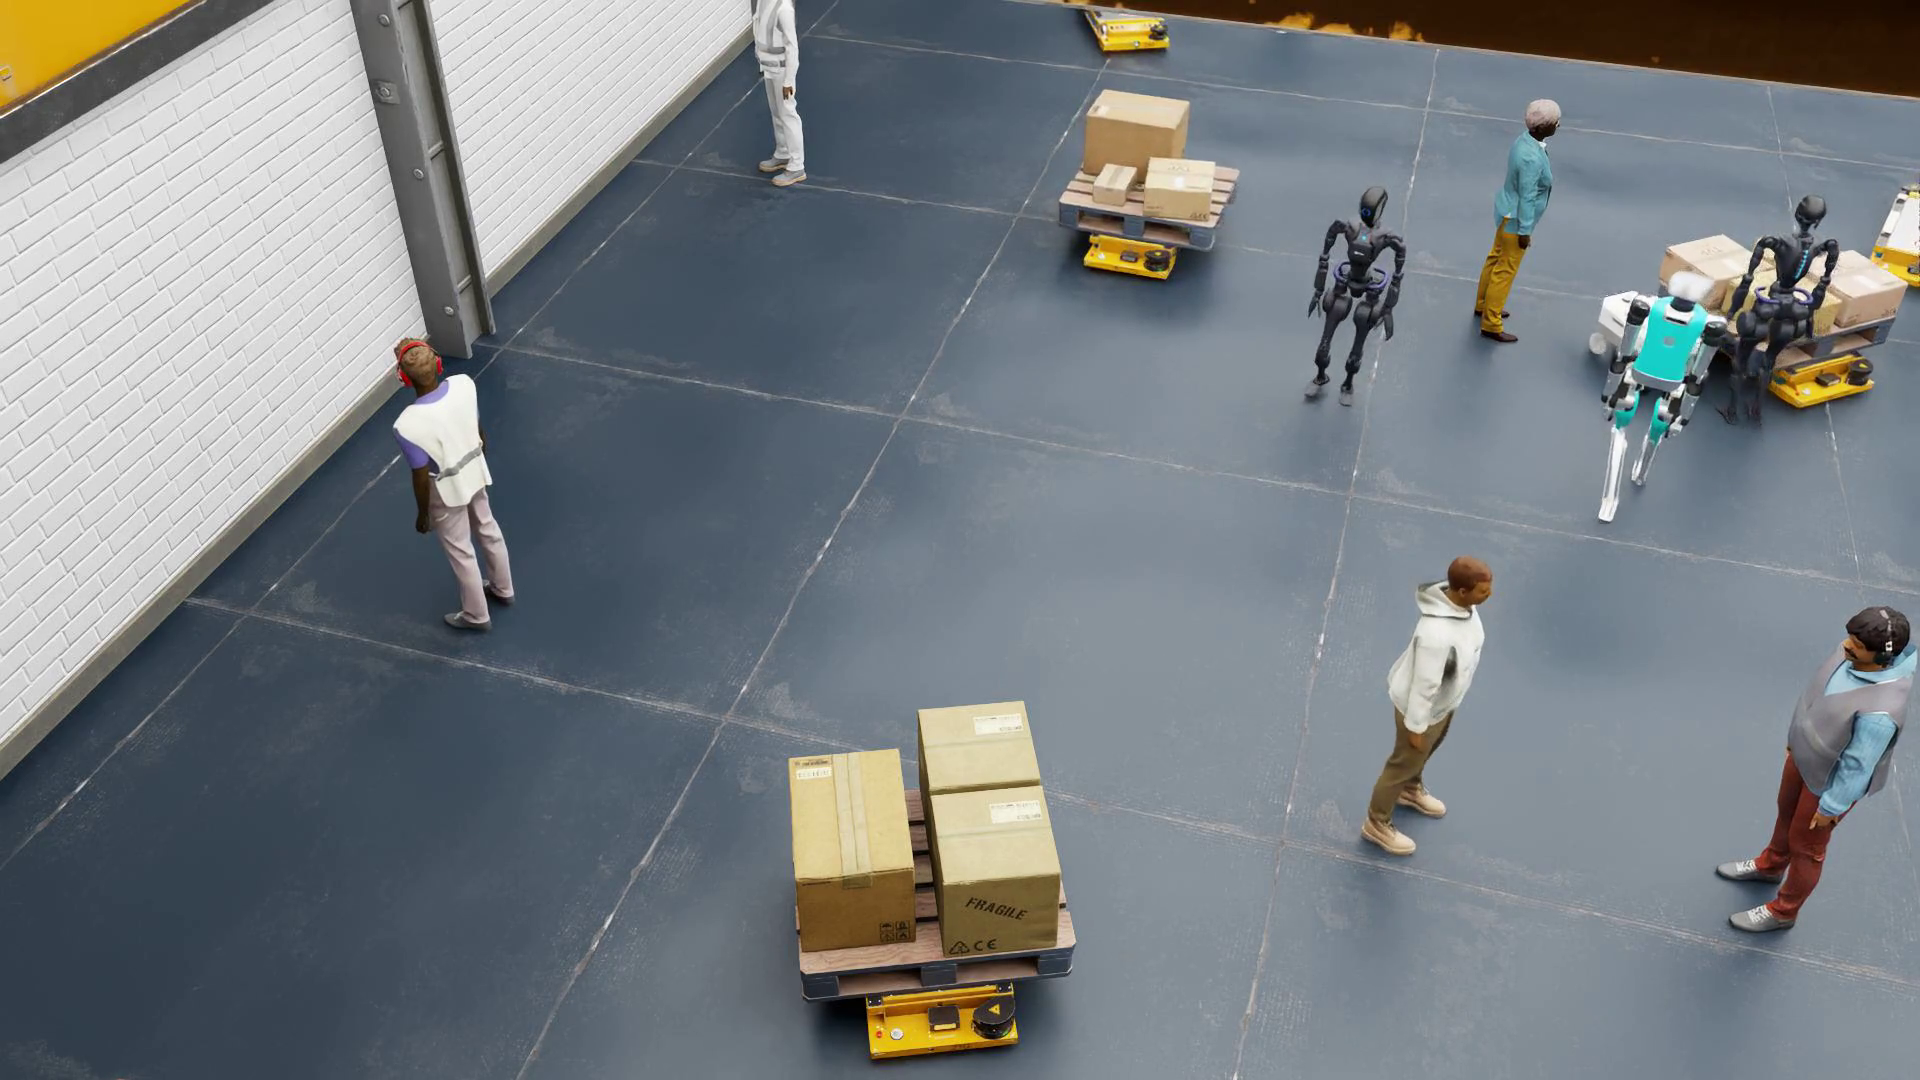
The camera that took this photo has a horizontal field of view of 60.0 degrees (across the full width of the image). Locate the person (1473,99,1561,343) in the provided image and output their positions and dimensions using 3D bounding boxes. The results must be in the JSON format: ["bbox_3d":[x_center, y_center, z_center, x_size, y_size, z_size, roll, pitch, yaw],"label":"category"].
[{"bbox_3d":[3.896,-2.230,11.592,0.338,1.754,0.535,4,39,5],"label":"person"}]

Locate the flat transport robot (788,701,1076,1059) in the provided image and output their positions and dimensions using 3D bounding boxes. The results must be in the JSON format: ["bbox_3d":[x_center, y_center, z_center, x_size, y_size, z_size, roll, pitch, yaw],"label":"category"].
[{"bbox_3d":[-0.154,1.754,7.823,0.659,0.231,1.431,-4,39,-5],"label":"flat transport robot"}]

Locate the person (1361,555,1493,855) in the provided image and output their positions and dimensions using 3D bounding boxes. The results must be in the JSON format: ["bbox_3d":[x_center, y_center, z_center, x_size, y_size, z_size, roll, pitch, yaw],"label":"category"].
[{"bbox_3d":[2.201,0.760,7.871,0.382,1.762,0.538,22,44,25],"label":"person"}]

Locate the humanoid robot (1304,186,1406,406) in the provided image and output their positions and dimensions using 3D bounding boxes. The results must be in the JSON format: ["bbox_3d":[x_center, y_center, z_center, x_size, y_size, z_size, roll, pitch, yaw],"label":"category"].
[{"bbox_3d":[2.588,-1.591,10.870,0.589,1.639,0.400,17,42,20],"label":"humanoid robot"}]

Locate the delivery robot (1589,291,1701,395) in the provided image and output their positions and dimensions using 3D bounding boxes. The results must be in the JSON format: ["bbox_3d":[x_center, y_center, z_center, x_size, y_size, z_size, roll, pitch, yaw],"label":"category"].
[{"bbox_3d":[4.764,-1.389,11.506,0.499,0.597,0.779,-14,41,-17],"label":"delivery robot"}]

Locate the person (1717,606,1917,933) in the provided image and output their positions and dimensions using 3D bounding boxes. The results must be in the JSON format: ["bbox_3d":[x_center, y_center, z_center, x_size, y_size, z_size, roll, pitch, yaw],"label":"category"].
[{"bbox_3d":[3.885,1.029,7.447,0.415,1.873,0.534,4,39,6],"label":"person"}]

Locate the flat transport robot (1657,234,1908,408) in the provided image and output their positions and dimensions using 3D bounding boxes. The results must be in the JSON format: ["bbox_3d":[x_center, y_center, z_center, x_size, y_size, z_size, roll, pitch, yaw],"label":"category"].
[{"bbox_3d":[5.689,-1.429,11.782,0.659,0.231,1.431,-14,41,-17],"label":"flat transport robot"}]

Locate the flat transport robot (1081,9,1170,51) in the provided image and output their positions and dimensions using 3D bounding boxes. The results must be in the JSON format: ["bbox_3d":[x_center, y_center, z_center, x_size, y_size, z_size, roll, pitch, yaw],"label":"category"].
[{"bbox_3d":[1.591,-5.221,16.499,0.659,0.231,1.431,-5,39,-7],"label":"flat transport robot"}]

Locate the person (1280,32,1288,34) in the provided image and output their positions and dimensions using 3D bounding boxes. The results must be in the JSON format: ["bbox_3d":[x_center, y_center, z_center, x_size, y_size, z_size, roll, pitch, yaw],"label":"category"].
[{"bbox_3d":[3.269,-5.760,16.013,0.507,1.719,0.416,4,39,5],"label":"person"}]

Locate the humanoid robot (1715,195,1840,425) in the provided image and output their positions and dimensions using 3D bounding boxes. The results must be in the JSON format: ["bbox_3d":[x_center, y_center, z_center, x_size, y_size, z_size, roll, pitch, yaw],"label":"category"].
[{"bbox_3d":[5.231,-1.472,10.714,0.607,1.658,0.357,2,39,2],"label":"humanoid robot"}]

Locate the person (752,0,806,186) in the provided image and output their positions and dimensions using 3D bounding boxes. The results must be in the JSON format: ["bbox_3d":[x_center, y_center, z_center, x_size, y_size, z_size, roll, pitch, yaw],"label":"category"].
[{"bbox_3d":[-1.476,-3.799,13.442,0.343,1.882,0.578,-16,42,-19],"label":"person"}]

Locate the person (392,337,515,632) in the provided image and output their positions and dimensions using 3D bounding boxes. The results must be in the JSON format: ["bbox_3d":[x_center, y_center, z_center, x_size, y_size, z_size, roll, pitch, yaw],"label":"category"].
[{"bbox_3d":[-2.761,-0.273,9.088,0.393,1.841,0.562,17,42,20],"label":"person"}]

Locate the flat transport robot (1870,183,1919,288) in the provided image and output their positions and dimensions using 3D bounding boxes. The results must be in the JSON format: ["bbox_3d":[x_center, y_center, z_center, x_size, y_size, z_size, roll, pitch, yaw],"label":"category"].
[{"bbox_3d":[7.526,-2.341,12.917,0.659,0.231,1.431,22,44,25],"label":"flat transport robot"}]

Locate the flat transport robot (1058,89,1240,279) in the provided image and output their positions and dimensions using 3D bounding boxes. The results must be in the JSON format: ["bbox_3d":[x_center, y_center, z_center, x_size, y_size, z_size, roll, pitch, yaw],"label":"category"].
[{"bbox_3d":[1.491,-2.508,13.123,0.659,0.231,1.431,13,41,15],"label":"flat transport robot"}]

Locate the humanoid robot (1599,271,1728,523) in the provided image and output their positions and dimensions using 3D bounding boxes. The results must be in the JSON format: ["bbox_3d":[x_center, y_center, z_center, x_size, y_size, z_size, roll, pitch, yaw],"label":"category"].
[{"bbox_3d":[4.169,-0.882,10.005,0.548,1.878,0.815,18,42,22],"label":"humanoid robot"}]
